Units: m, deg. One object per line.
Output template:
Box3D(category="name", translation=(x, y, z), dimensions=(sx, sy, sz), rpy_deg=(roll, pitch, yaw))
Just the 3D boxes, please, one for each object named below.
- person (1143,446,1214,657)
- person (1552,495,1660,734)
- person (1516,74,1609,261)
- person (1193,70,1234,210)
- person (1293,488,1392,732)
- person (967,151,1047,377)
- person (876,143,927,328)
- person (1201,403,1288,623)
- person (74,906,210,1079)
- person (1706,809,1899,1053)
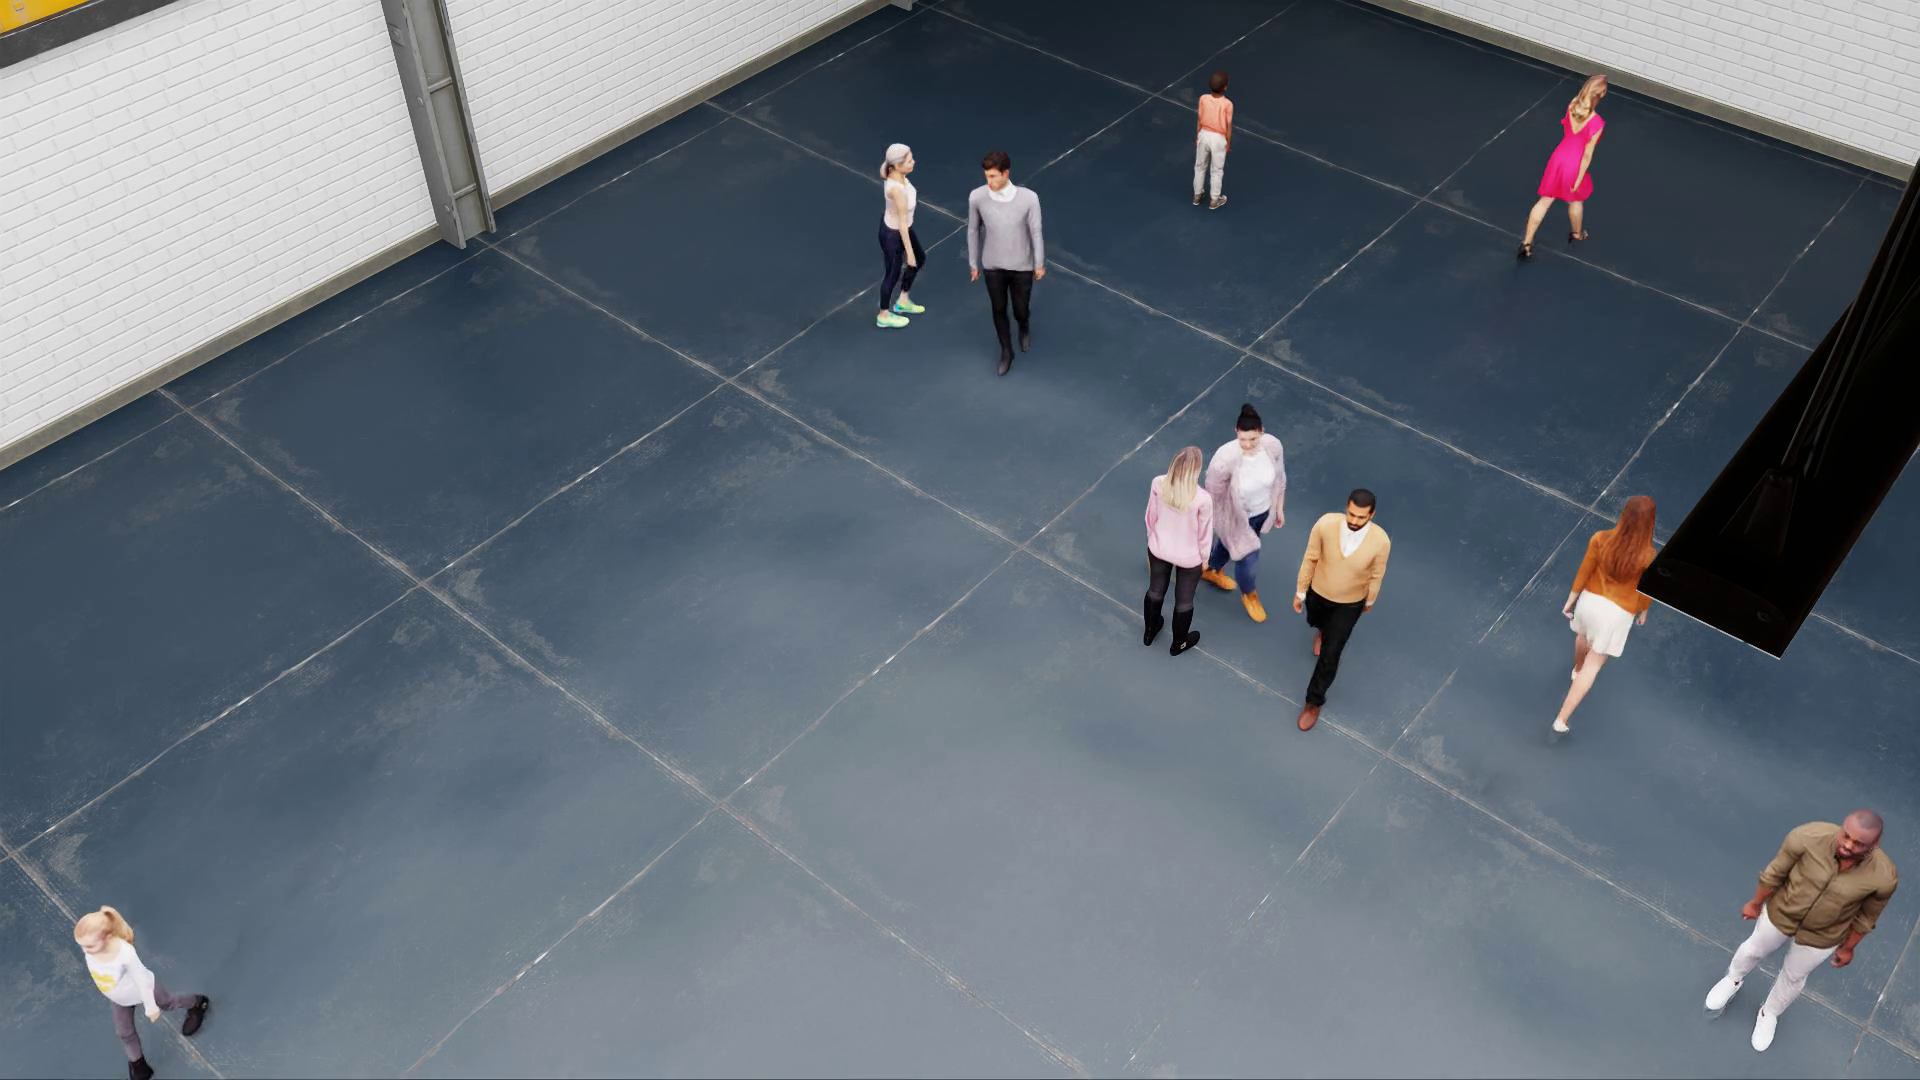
Box3D(category="person", translation=(1.389, 0.066, 10.708), dimensions=(0.619, 1.687, 0.562), rpy_deg=(25, 49, 24))
Box3D(category="person", translation=(3.959, 0.486, 10.266), dimensions=(0.628, 1.689, 1.086), rpy_deg=(33, 53, 30))
Box3D(category="person", translation=(5.056, -3.103, 14.027), dimensions=(1.053, 1.697, 0.792), rpy_deg=(-24, 49, -23))
Box3D(category="person", translation=(2.246, -3.565, 14.793), dimensions=(0.508, 1.310, 0.508), rpy_deg=(23, 48, 22))
Box3D(category="person", translation=(2.369, 0.290, 10.443), dimensions=(0.800, 1.729, 1.231), rpy_deg=(21, 47, 21))
Box3D(category="person", translation=(0.390, -2.216, 12.946), dimensions=(0.960, 1.905, 1.015), rpy_deg=(7, 44, 8))
Box3D(category="person", translation=(-0.600, -2.417, 13.313), dimensions=(0.848, 1.689, 0.785), rpy_deg=(-2, 44, -2))
Box3D(category="person", translation=(1.807, -0.237, 11.012), dimensions=(0.836, 1.707, 0.822), rpy_deg=(-31, 52, -29))
Box3D(category="person", translation=(-4.265, 2.298, 8.684), dimensions=(0.748, 1.247, 0.961), rpy_deg=(11, 45, 11))
Box3D(category="person", translation=(4.375, 1.960, 8.616), dimensions=(0.726, 1.831, 0.593), rpy_deg=(27, 50, 26))
